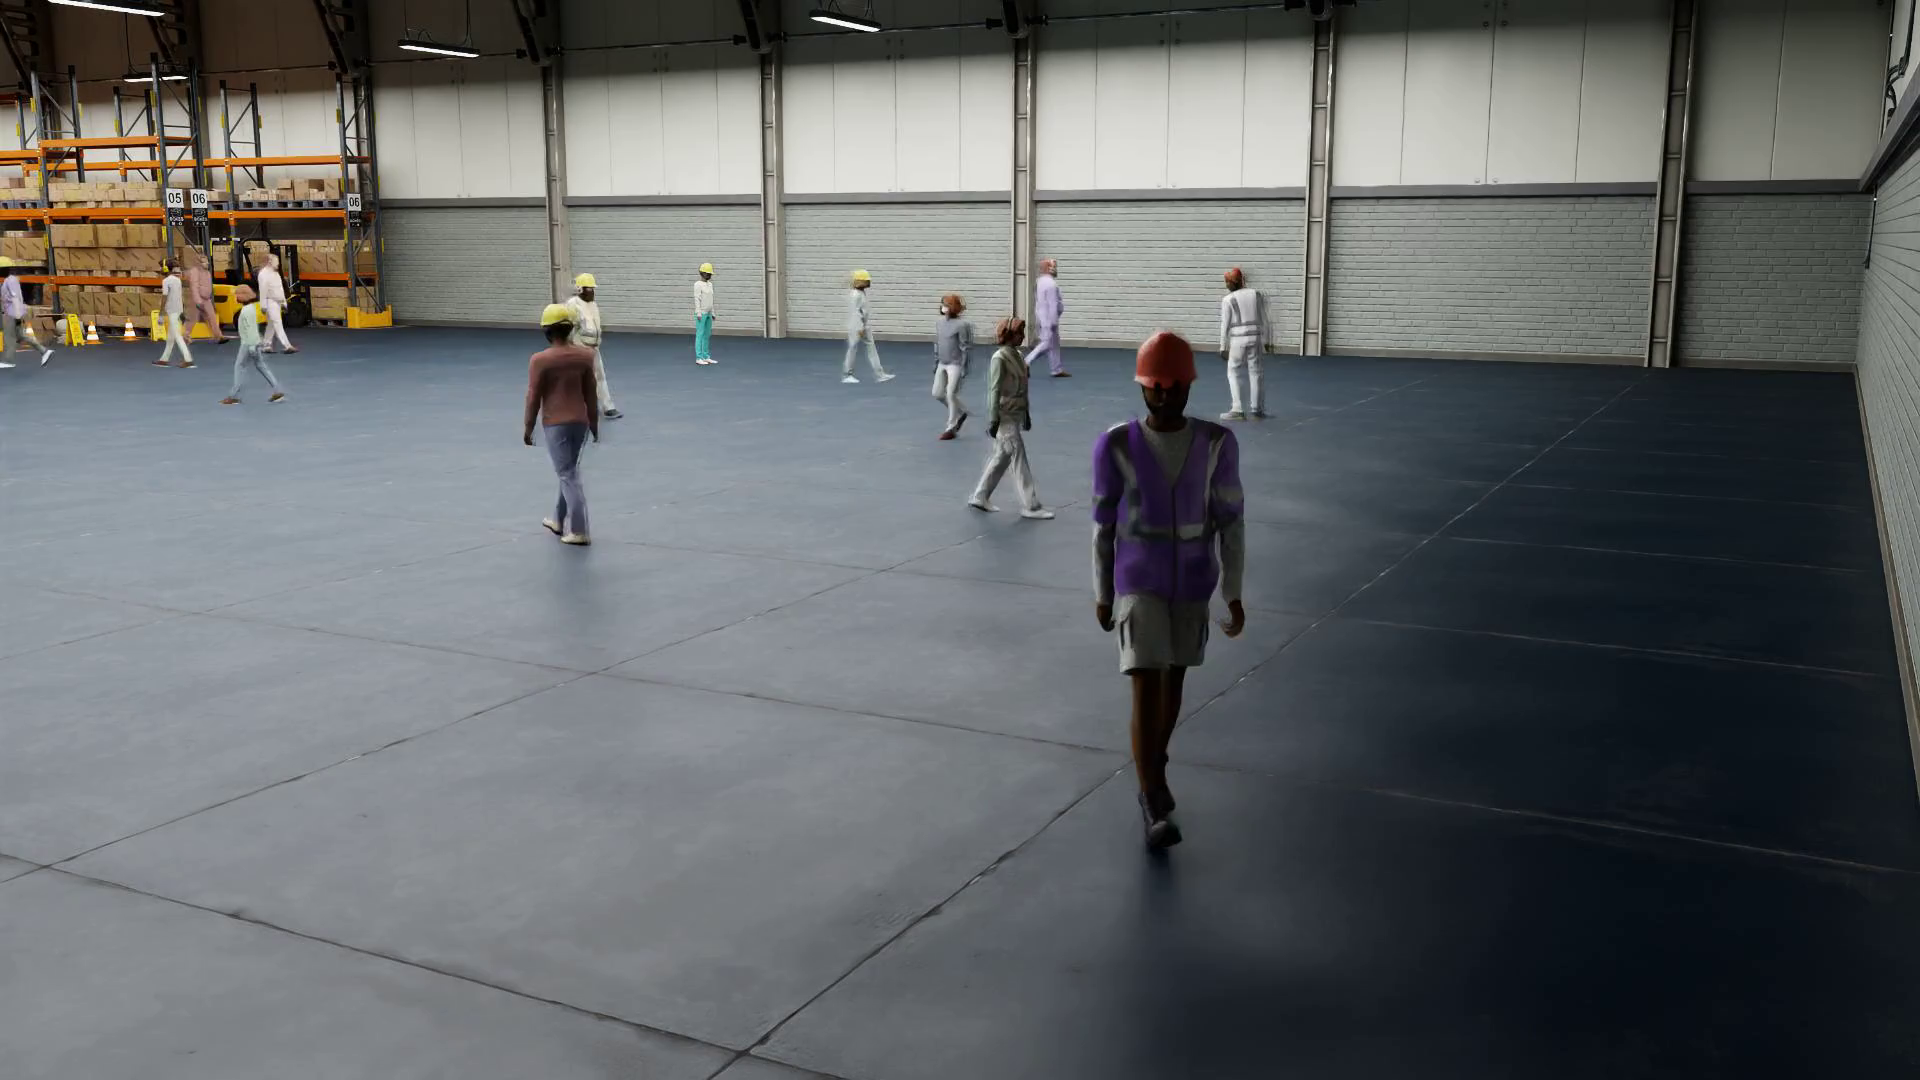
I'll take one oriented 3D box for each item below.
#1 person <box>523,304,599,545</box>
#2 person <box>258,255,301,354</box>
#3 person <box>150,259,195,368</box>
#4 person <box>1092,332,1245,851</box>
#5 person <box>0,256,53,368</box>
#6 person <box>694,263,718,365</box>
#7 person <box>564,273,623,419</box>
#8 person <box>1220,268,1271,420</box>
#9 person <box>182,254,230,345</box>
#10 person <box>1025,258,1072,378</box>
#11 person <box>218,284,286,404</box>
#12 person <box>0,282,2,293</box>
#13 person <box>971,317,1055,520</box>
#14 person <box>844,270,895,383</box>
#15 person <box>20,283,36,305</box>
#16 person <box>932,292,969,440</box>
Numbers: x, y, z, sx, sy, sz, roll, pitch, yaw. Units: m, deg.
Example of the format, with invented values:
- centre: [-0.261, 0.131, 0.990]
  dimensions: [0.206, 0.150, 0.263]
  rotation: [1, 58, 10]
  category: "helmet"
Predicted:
- centre: [-2.978, -0.850, 12.179]
  dimensions: [0.800, 1.733, 0.547]
  rotation: [9, 14, 39]
  category: "person"
- centre: [-12.932, -4.458, 31.504]
  dimensions: [0.822, 1.867, 0.671]
  rotation: [0, 10, 0]
  category: "person"
- centre: [-13.413, -3.826, 28.171]
  dimensions: [0.806, 1.830, 0.554]
  rotation: [0, 10, -1]
  category: "person"
- centre: [0.781, 0.181, 6.179]
  dimensions: [0.550, 1.883, 0.963]
  rotation: [-1, 10, -6]
  category: "person"
- centre: [-16.040, -3.883, 28.333]
  dimensions: [0.884, 1.898, 0.597]
  rotation: [-6, 12, -30]
  category: "person"
- centre: [-4.432, -3.941, 29.007]
  dimensions: [0.326, 1.761, 0.523]
  rotation: [4, 11, 22]
  category: "person"
- centre: [-4.617, -2.367, 20.370]
  dimensions: [0.946, 1.790, 0.585]
  rotation: [5, 12, 26]
  category: "person"
- centre: [3.508, -2.382, 20.285]
  dimensions: [0.719, 1.856, 0.350]
  rotation: [-4, 11, -19]
  category: "person"
- centre: [-15.520, -4.901, 34.020]
  dimensions: [1.024, 1.855, 0.684]
  rotation: [2, 11, 9]
  category: "person"
- centre: [1.349, -3.482, 26.176]
  dimensions: [0.820, 1.882, 0.650]
  rotation: [-2, 11, -11]
  category: "person"
- centre: [-9.499, -2.620, 22.245]
  dimensions: [0.816, 1.595, 0.505]
  rotation: [-2, 11, -11]
  category: "person"
- centre: [-24.632, -6.596, 43.146]
  dimensions: [0.700, 1.893, 0.363]
  rotation: [2, 11, 8]
  category: "person"
- centre: [0.405, -0.979, 13.291]
  dimensions: [0.777, 1.603, 0.532]
  rotation: [4, 11, 21]
  category: "person"
- centre: [-1.408, -3.225, 25.239]
  dimensions: [0.846, 1.707, 0.501]
  rotation: [4, 11, 21]
  category: "person"
- centre: [-23.339, -6.334, 41.284]
  dimensions: [0.537, 2.000, 0.688]
  rotation: [5, 11, 25]
  category: "person"
- centre: [-0.082, -1.918, 18.320]
  dimensions: [0.434, 1.621, 0.514]
  rotation: [-9, 14, -41]
  category: "person"
